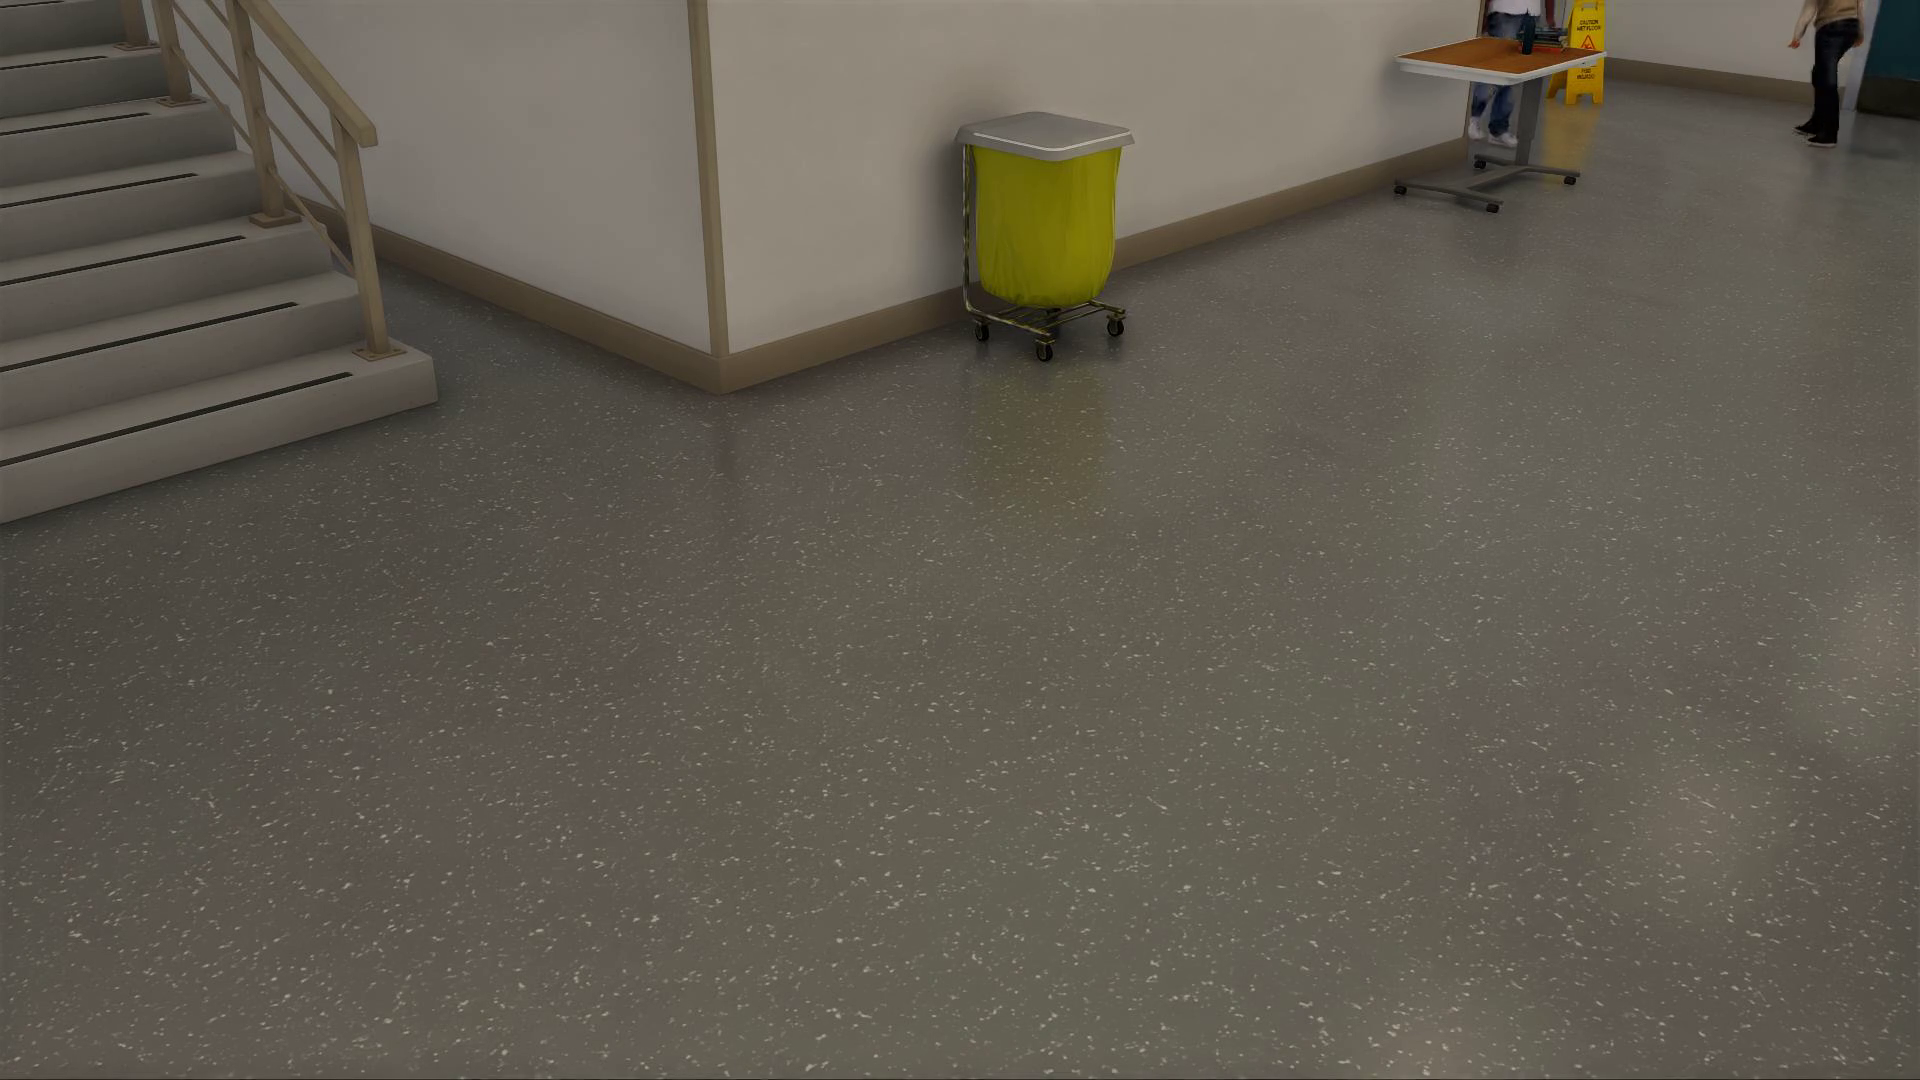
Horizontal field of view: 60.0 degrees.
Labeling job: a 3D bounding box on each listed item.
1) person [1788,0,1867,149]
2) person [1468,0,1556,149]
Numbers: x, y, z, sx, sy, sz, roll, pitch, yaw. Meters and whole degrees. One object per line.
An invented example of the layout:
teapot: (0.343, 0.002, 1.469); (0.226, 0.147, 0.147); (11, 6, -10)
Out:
person: (5.804, -3.311, 10.943); (0.690, 1.443, 0.783); (-6, 26, -13)
person: (3.580, -3.496, 10.929); (0.764, 1.789, 0.802); (-13, 29, -25)
